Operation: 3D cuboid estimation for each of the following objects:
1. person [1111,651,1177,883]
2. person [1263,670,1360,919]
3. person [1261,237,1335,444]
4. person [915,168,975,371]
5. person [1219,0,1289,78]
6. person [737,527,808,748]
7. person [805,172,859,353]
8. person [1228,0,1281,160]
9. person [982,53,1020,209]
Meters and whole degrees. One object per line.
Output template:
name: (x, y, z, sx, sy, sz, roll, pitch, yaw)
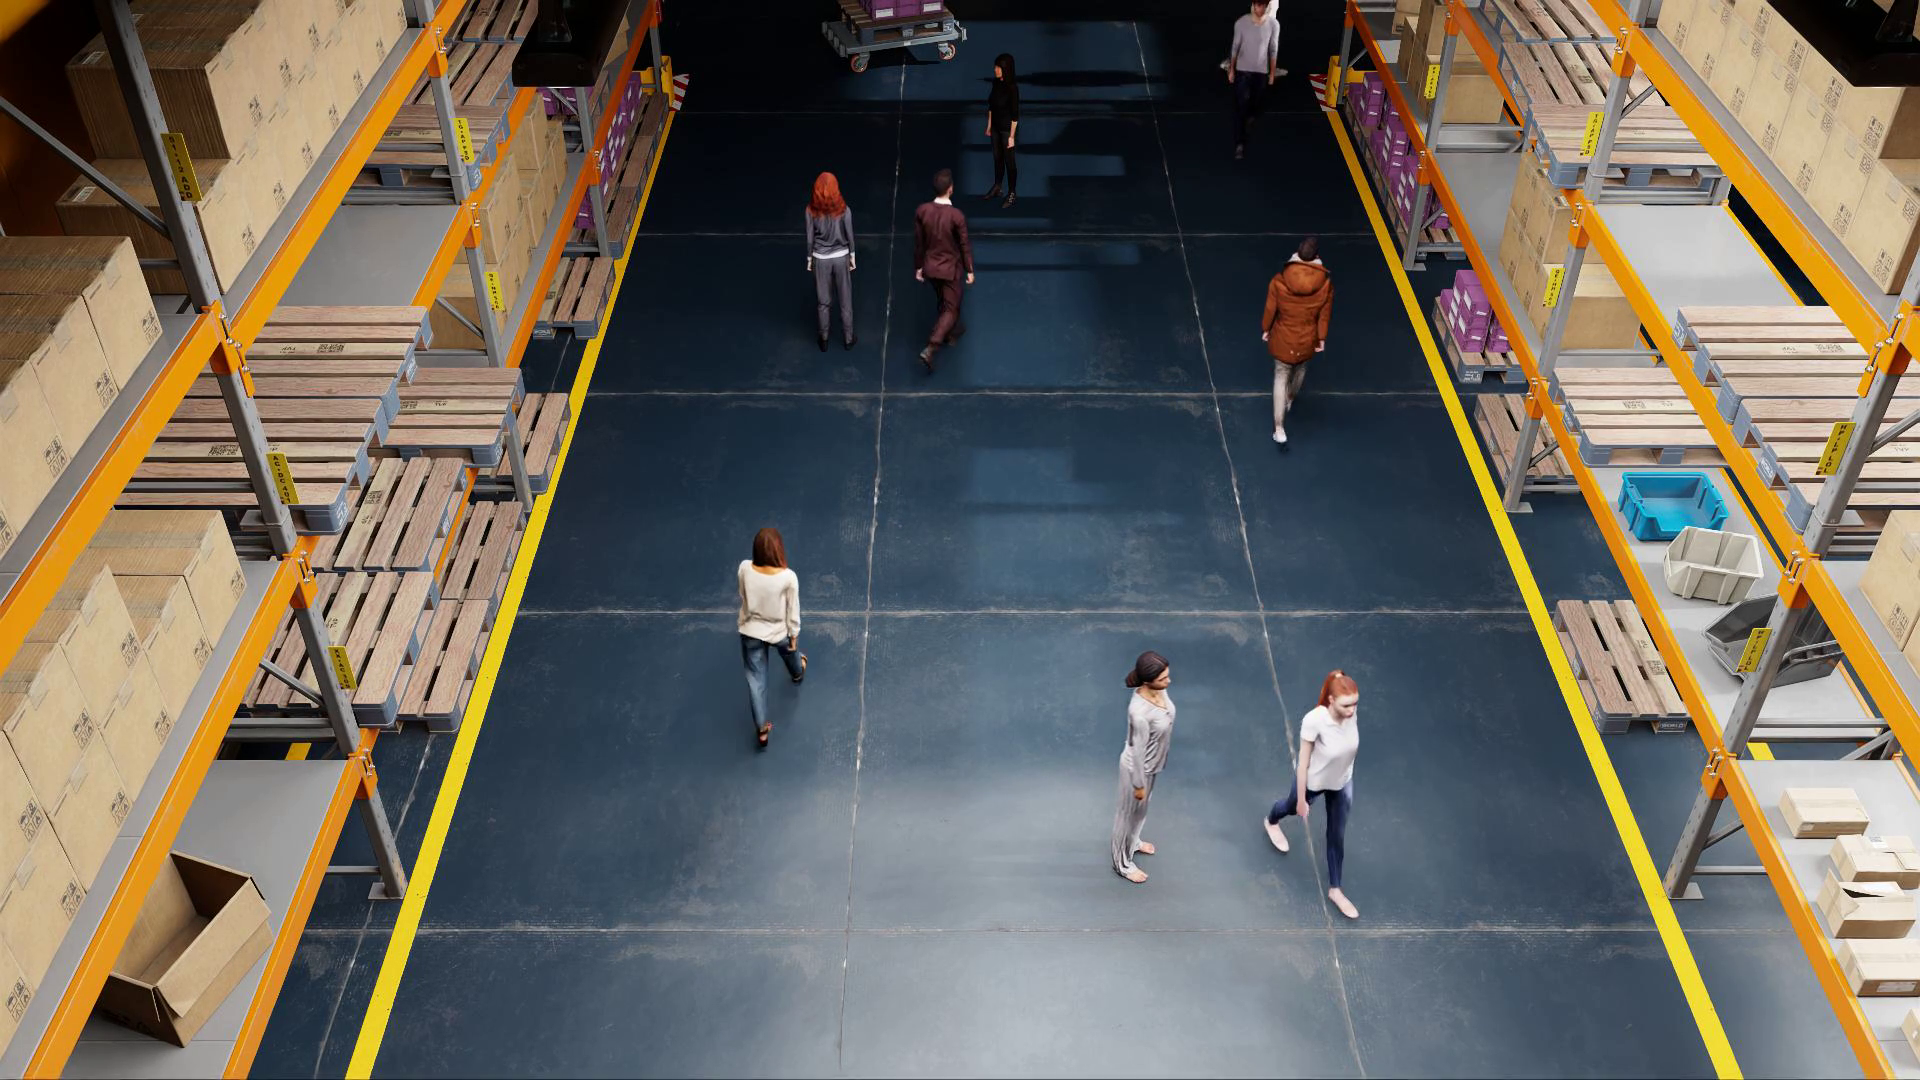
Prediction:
person: (1.114, 1.366, 10.225, 0.712, 1.773, 0.563, 13, 40, 15)
person: (2.152, 1.435, 10.206, 0.935, 1.689, 1.223, -17, 42, -20)
person: (2.812, -1.651, 13.979, 0.765, 1.802, 1.164, 3, 39, 3)
person: (-0.164, -2.395, 14.882, 1.064, 1.838, 1.273, 19, 42, 22)
person: (3.556, -6.312, 19.974, 0.731, 1.604, 1.032, -3, 39, -4)
person: (-1.317, 0.681, 11.194, 0.741, 1.633, 1.127, 6, 39, 8)
person: (-1.173, -2.519, 15.085, 0.598, 1.779, 0.490, -2, 39, -2)
person: (3.239, -5.220, 18.441, 0.709, 1.811, 1.114, 2, 39, 3)
person: (0.466, -4.312, 17.440, 0.699, 1.642, 0.624, -28, 46, -31)
